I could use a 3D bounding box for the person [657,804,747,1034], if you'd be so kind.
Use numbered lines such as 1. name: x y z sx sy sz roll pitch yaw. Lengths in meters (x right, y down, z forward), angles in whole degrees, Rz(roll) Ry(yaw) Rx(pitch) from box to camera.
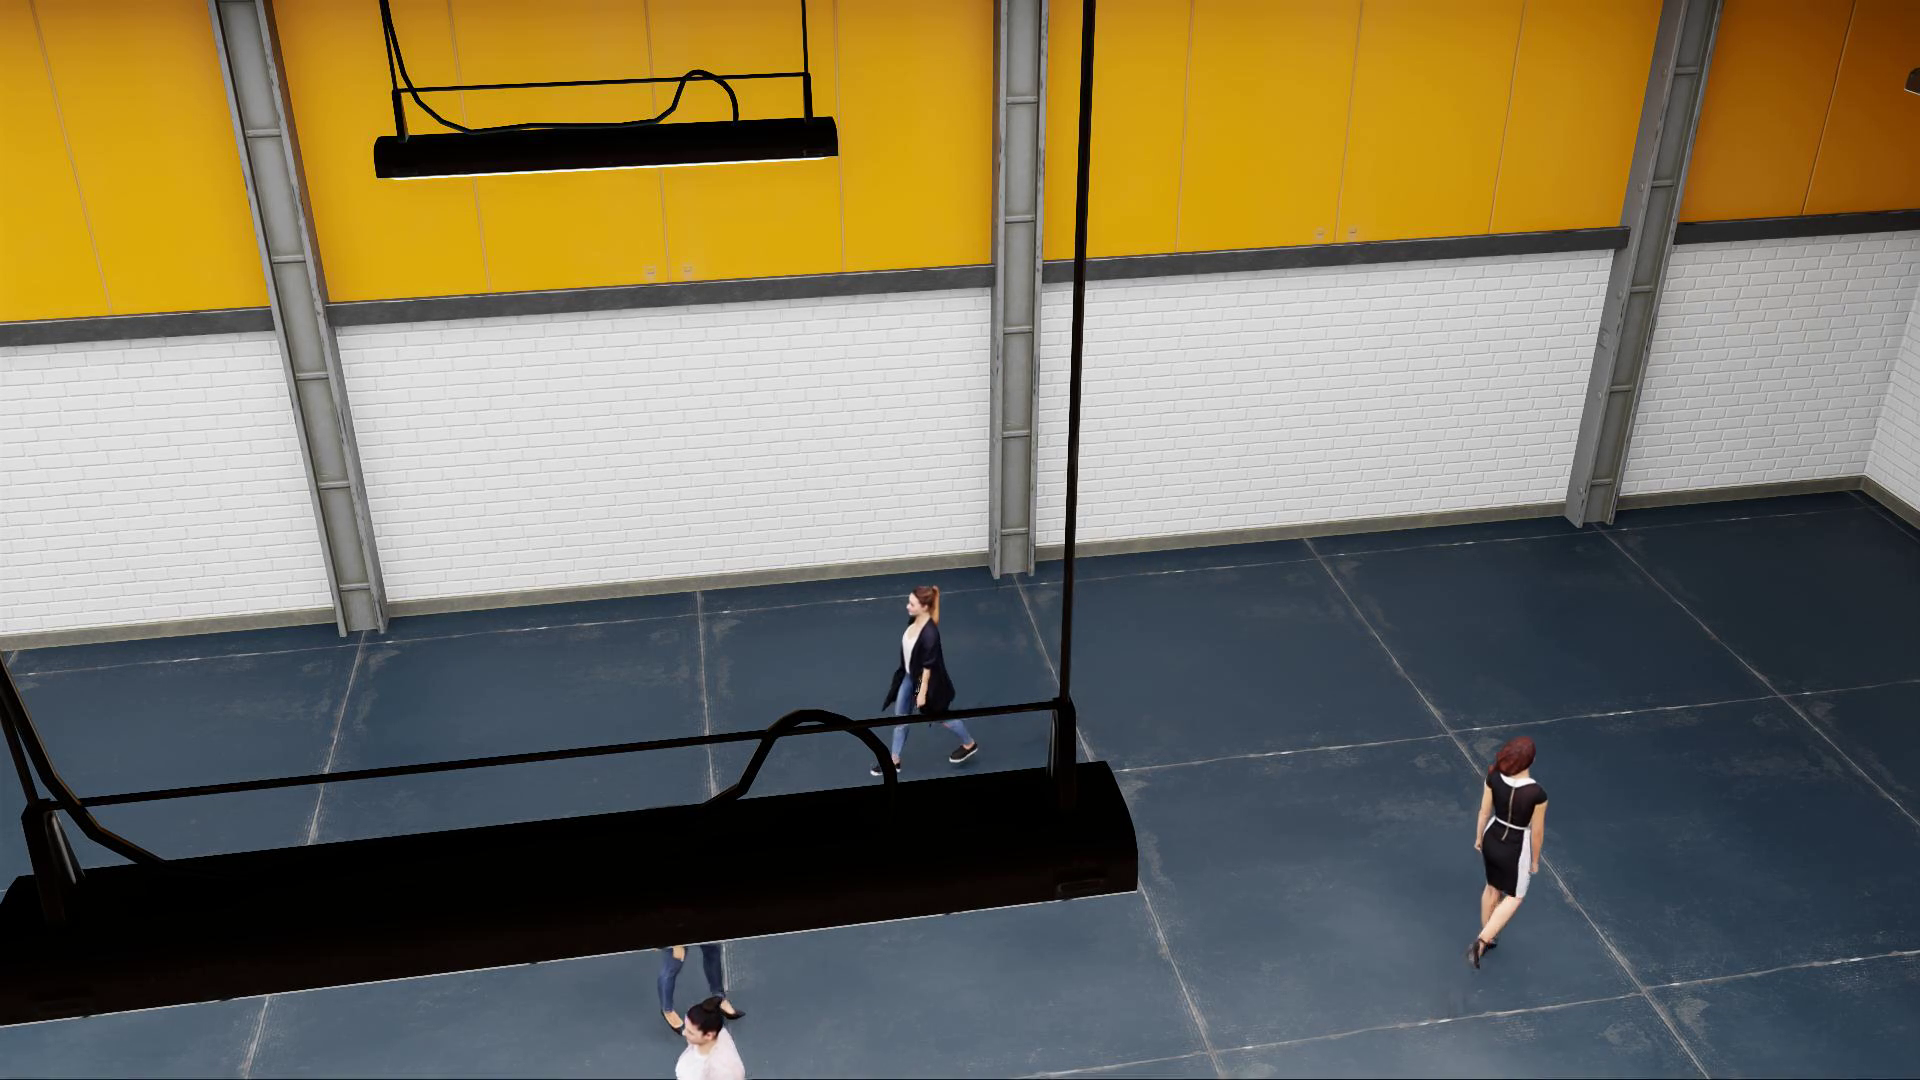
1. person: -1.769 2.369 10.367 0.867 1.770 0.775 9 30 16

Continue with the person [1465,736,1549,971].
1. person: 3.537 2.094 10.859 0.856 1.782 0.944 23 36 36

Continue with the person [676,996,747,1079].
1. person: -1.233 3.124 9.032 1.012 1.723 0.811 -12 31 -21

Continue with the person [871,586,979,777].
1. person: -0.185 1.098 12.828 1.165 1.644 0.770 -10 30 -18
